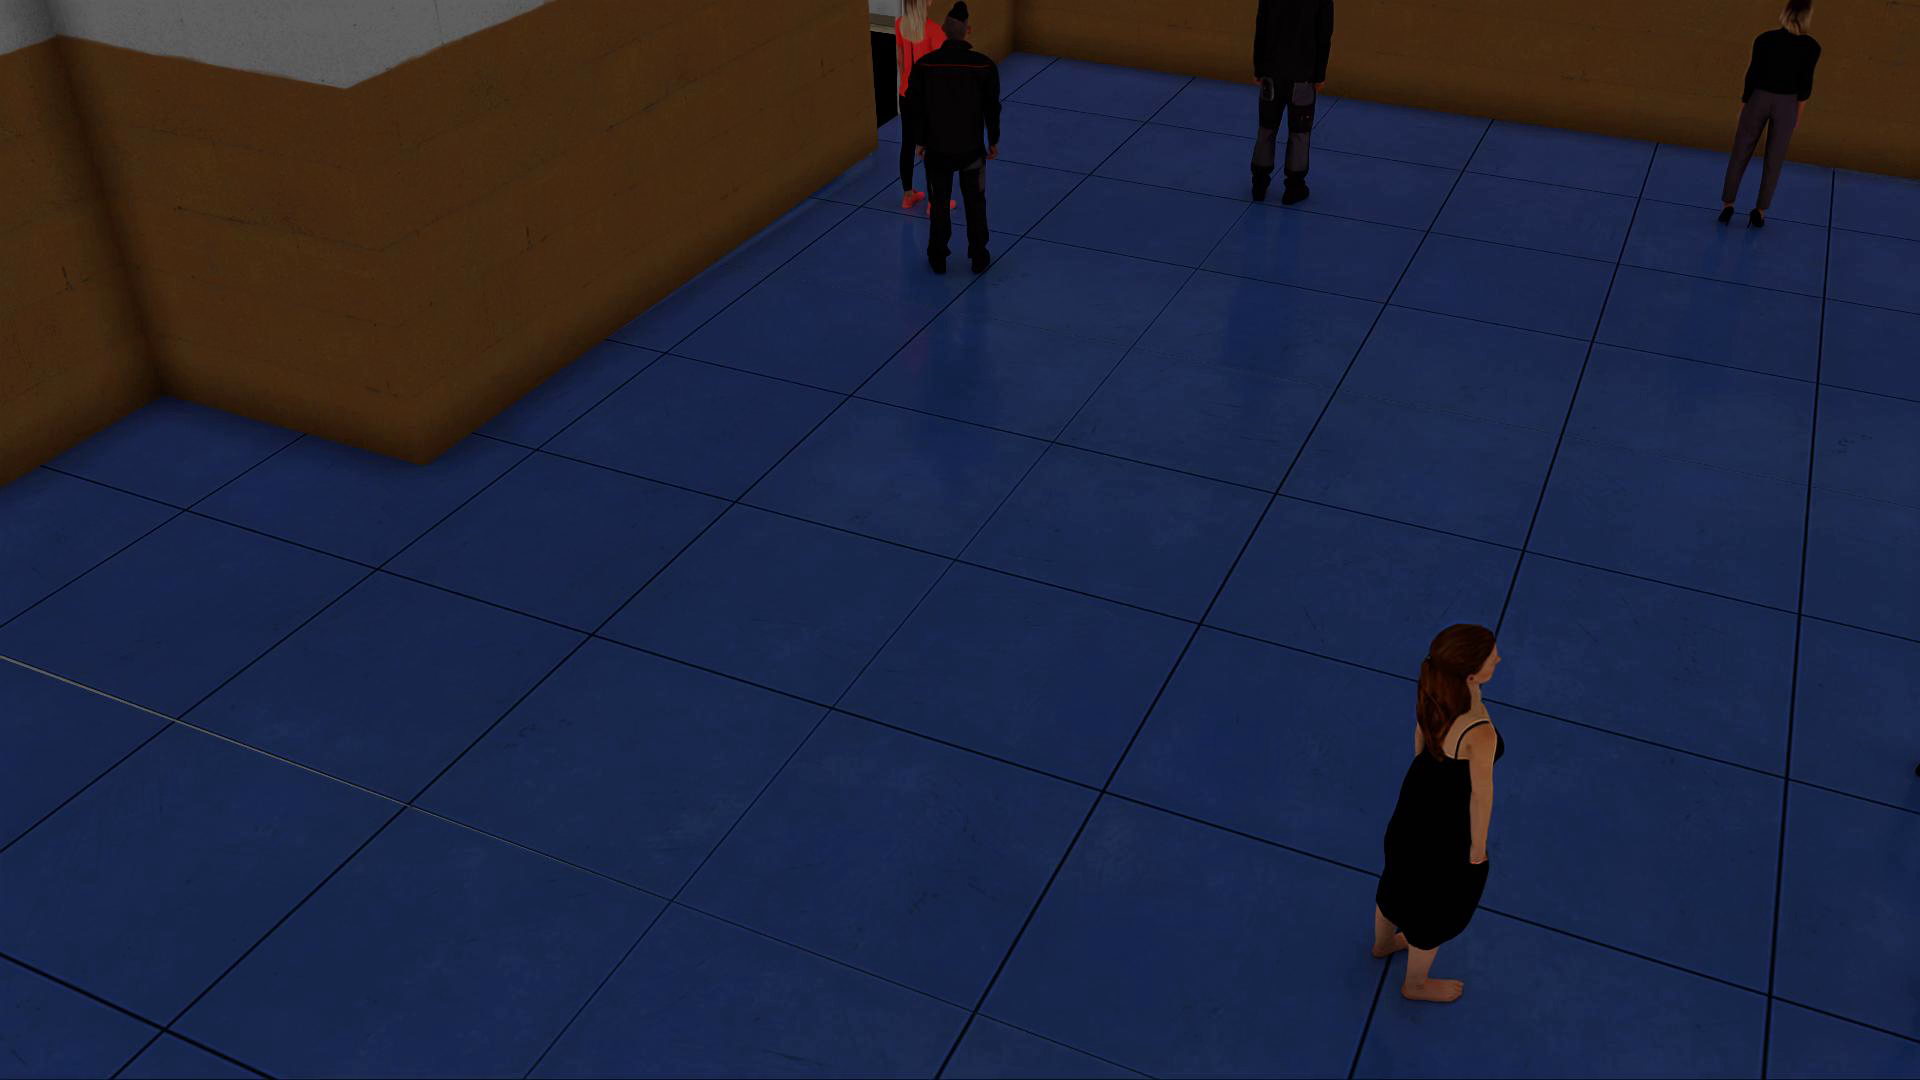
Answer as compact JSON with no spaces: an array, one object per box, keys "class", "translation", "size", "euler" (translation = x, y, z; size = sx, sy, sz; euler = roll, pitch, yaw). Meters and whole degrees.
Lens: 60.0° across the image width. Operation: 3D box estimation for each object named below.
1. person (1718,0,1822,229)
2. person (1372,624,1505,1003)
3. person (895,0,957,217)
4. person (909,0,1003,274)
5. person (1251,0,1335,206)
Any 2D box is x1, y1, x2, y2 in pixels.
[{"class":"person","translation":[5.764,-3.033,11.845],"size":[0.467,1.672,0.659],"euler":[17,37,23]},{"class":"person","translation":[1.691,0.960,5.884],"size":[0.733,1.625,0.677],"euler":[-10,35,-14]},{"class":"person","translation":[-0.279,-3.219,12.103],"size":[0.540,1.694,0.698],"euler":[24,40,31]},{"class":"person","translation":[-0.025,-2.691,11.138],"size":[0.731,1.862,0.913],"euler":[1,34,1]},{"class":"person","translation":[2.417,-3.444,12.215],"size":[0.531,1.945,0.768],"euler":[13,36,18]}]
